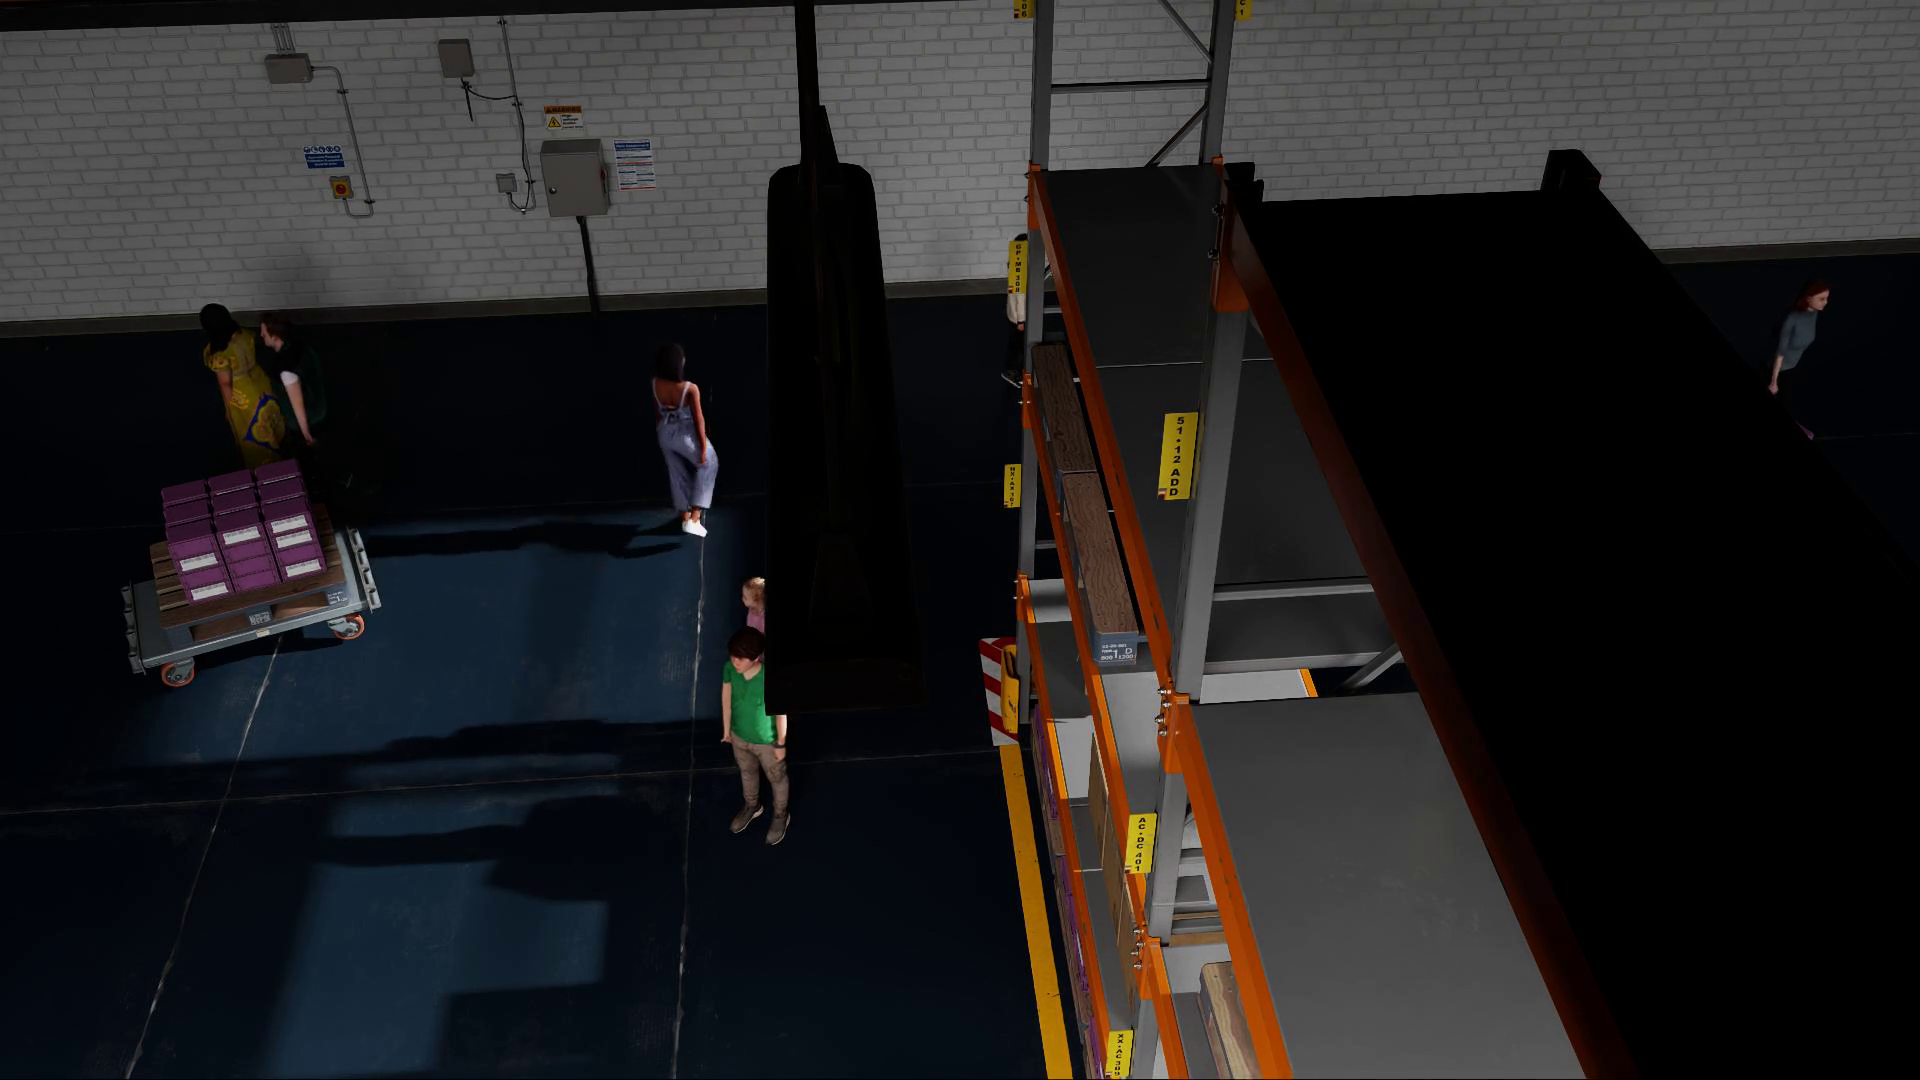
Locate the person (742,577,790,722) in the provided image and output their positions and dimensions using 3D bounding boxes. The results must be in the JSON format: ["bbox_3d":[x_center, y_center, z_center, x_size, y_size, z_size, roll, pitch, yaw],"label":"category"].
[{"bbox_3d":[-1.224,0.746,10.903,0.606,1.265,0.499,-10,40,-13],"label":"person"}]

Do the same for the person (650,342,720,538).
[{"bbox_3d":[-2.096,-0.691,12.365,0.727,1.686,0.861,10,40,12],"label":"person"}]

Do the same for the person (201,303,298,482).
[{"bbox_3d":[-5.541,-1.117,12.920,1.026,1.658,0.877,9,40,12],"label":"person"}]

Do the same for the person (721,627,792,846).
[{"bbox_3d":[-1.227,1.152,10.085,0.671,1.650,0.683,16,41,19],"label":"person"}]

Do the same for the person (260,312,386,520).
[{"bbox_3d":[-4.837,-0.903,12.521,0.716,1.822,0.903,-5,39,-6],"label":"person"}]

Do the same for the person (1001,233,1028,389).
[{"bbox_3d":[0.462,-1.947,14.131,0.662,1.444,0.491,0,39,0],"label":"person"}]

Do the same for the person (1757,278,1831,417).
[{"bbox_3d":[6.392,-1.343,13.146,0.709,1.731,0.768,-19,42,-22],"label":"person"}]
